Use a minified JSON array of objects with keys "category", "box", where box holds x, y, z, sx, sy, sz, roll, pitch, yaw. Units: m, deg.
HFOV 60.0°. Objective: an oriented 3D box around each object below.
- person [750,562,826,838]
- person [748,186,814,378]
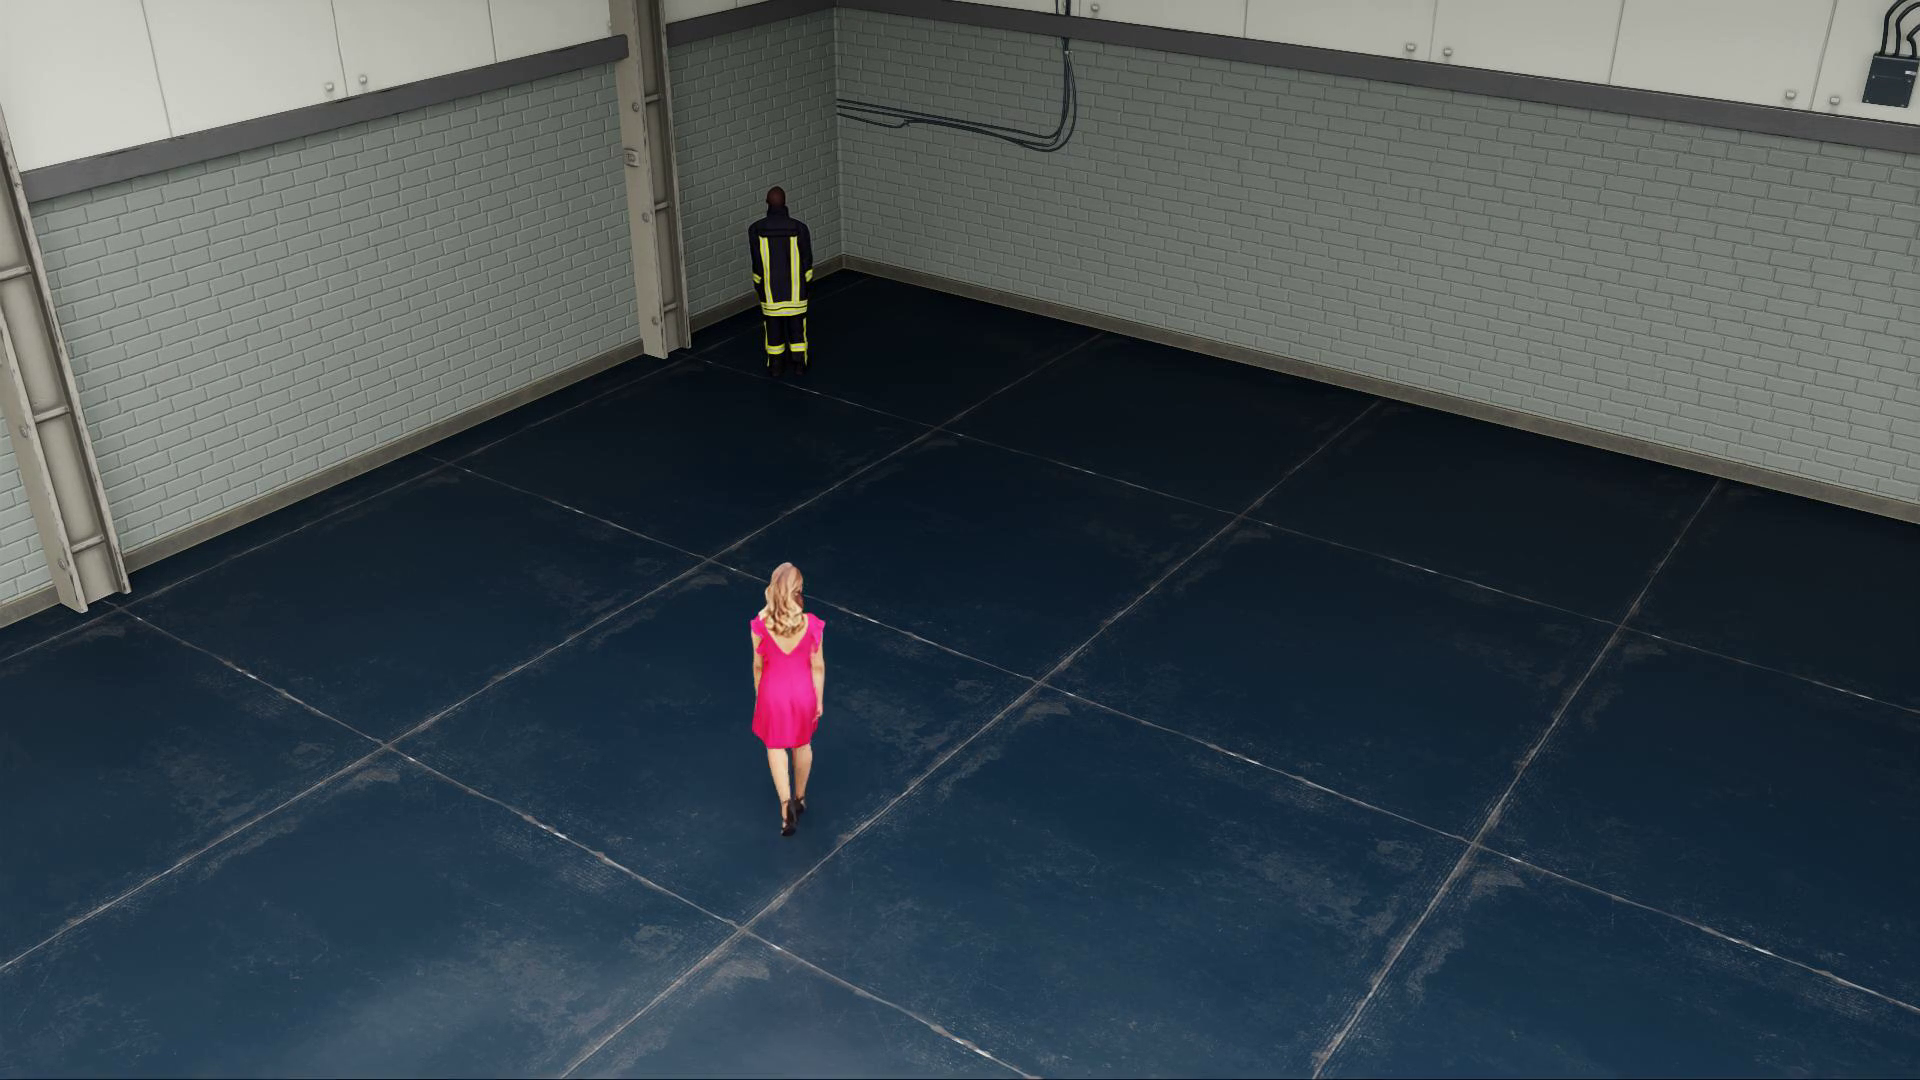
[{"category":"person","box":[-0.970,0.948,9.399,0.887,1.711,0.949,-4,28,-8]},{"category":"person","box":[-1.666,-2.436,15.638,0.865,1.822,0.896,-1,28,-2]}]
